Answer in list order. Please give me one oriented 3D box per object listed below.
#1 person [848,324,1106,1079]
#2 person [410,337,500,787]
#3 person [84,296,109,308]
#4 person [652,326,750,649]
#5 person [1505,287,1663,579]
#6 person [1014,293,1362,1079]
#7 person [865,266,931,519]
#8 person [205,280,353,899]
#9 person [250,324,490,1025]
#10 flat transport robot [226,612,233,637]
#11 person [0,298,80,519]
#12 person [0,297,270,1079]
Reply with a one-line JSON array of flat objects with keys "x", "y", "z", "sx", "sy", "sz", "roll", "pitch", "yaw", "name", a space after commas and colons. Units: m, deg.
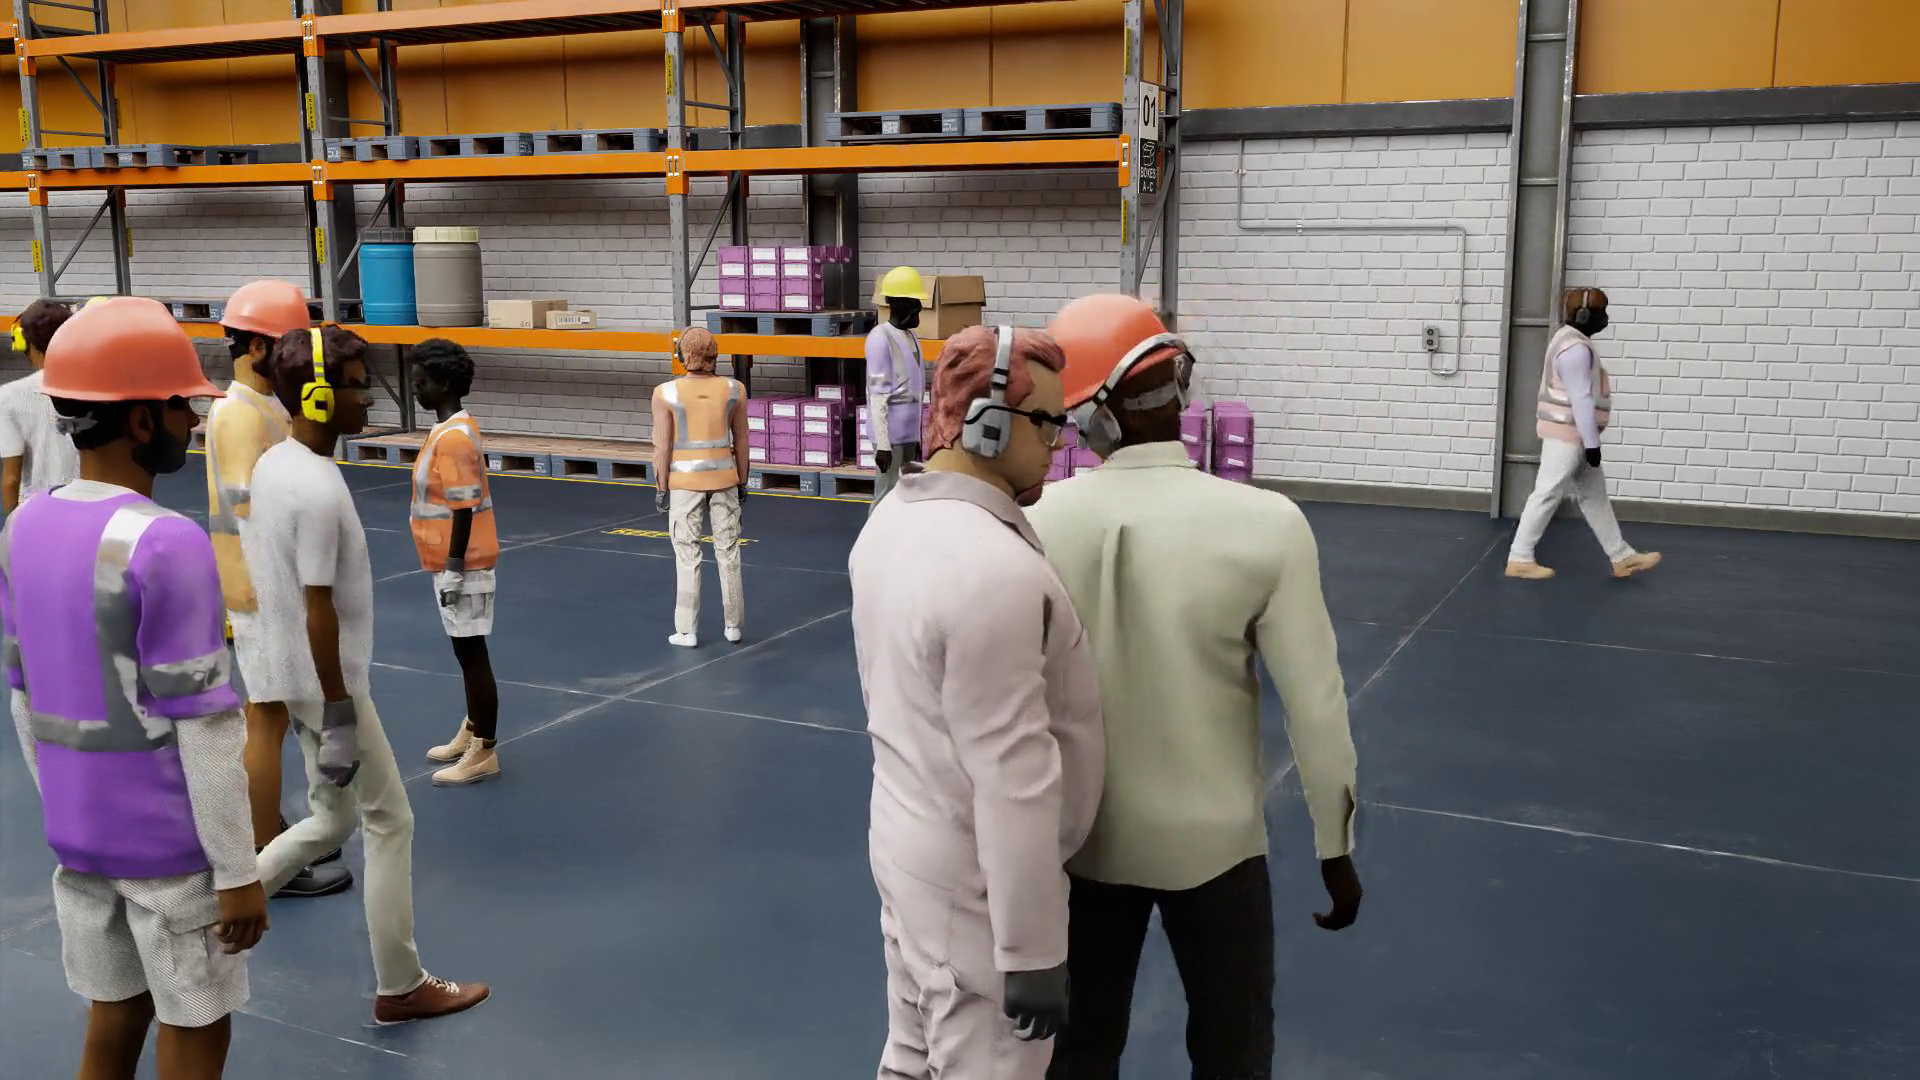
[{"x": 0.047, "y": 0.588, "z": 2.848, "sx": 0.406, "sy": 1.902, "sz": 0.637, "roll": -3, "pitch": 10, "yaw": -19, "name": "person"}, {"x": -1.919, "y": 0.080, "z": 6.333, "sx": 0.319, "sy": 1.698, "sz": 0.532, "roll": -3, "pitch": 10, "yaw": -18, "name": "person"}, {"x": -5.613, "y": -0.736, "z": 10.928, "sx": 0.883, "sy": 1.725, "sz": 0.532, "roll": 2, "pitch": 10, "yaw": 10, "name": "person"}, {"x": -1.306, "y": -0.261, "z": 8.454, "sx": 0.513, "sy": 1.641, "sz": 0.307, "roll": -5, "pitch": 11, "yaw": -26, "name": "person"}, {"x": 3.830, "y": -0.633, "z": 10.151, "sx": 0.928, "sy": 1.789, "sz": 0.640, "roll": 4, "pitch": 11, "yaw": 20, "name": "person"}, {"x": 0.378, "y": 0.553, "z": 2.972, "sx": 0.765, "sy": 1.956, "sz": 0.399, "roll": 6, "pitch": 12, "yaw": 30, "name": "person"}, {"x": -0.346, "y": -0.615, "z": 9.658, "sx": 0.384, "sy": 1.925, "sz": 0.593, "roll": 3, "pitch": 10, "yaw": 17, "name": "person"}, {"x": -2.153, "y": 0.156, "z": 5.240, "sx": 0.373, "sy": 1.929, "sz": 0.542, "roll": -4, "pitch": 11, "yaw": -24, "name": "person"}, {"x": -1.652, "y": 0.382, "z": 4.211, "sx": 0.729, "sy": 1.842, "sz": 0.530, "roll": -7, "pitch": 12, "yaw": -36, "name": "person"}, {"x": -4.296, "y": 0.332, "z": 8.975, "sx": 0.652, "sy": 0.197, "sz": 1.431, "roll": -8, "pitch": 13, "yaw": -40, "name": "flat transport robot"}, {"x": -3.525, "y": -0.038, "z": 6.631, "sx": 0.760, "sy": 1.842, "sz": 0.500, "roll": 8, "pitch": 13, "yaw": 39, "name": "person"}, {"x": -1.481, "y": 0.529, "z": 3.075, "sx": 0.552, "sy": 1.937, "sz": 0.356, "roll": 6, "pitch": 11, "yaw": 30, "name": "person"}]
